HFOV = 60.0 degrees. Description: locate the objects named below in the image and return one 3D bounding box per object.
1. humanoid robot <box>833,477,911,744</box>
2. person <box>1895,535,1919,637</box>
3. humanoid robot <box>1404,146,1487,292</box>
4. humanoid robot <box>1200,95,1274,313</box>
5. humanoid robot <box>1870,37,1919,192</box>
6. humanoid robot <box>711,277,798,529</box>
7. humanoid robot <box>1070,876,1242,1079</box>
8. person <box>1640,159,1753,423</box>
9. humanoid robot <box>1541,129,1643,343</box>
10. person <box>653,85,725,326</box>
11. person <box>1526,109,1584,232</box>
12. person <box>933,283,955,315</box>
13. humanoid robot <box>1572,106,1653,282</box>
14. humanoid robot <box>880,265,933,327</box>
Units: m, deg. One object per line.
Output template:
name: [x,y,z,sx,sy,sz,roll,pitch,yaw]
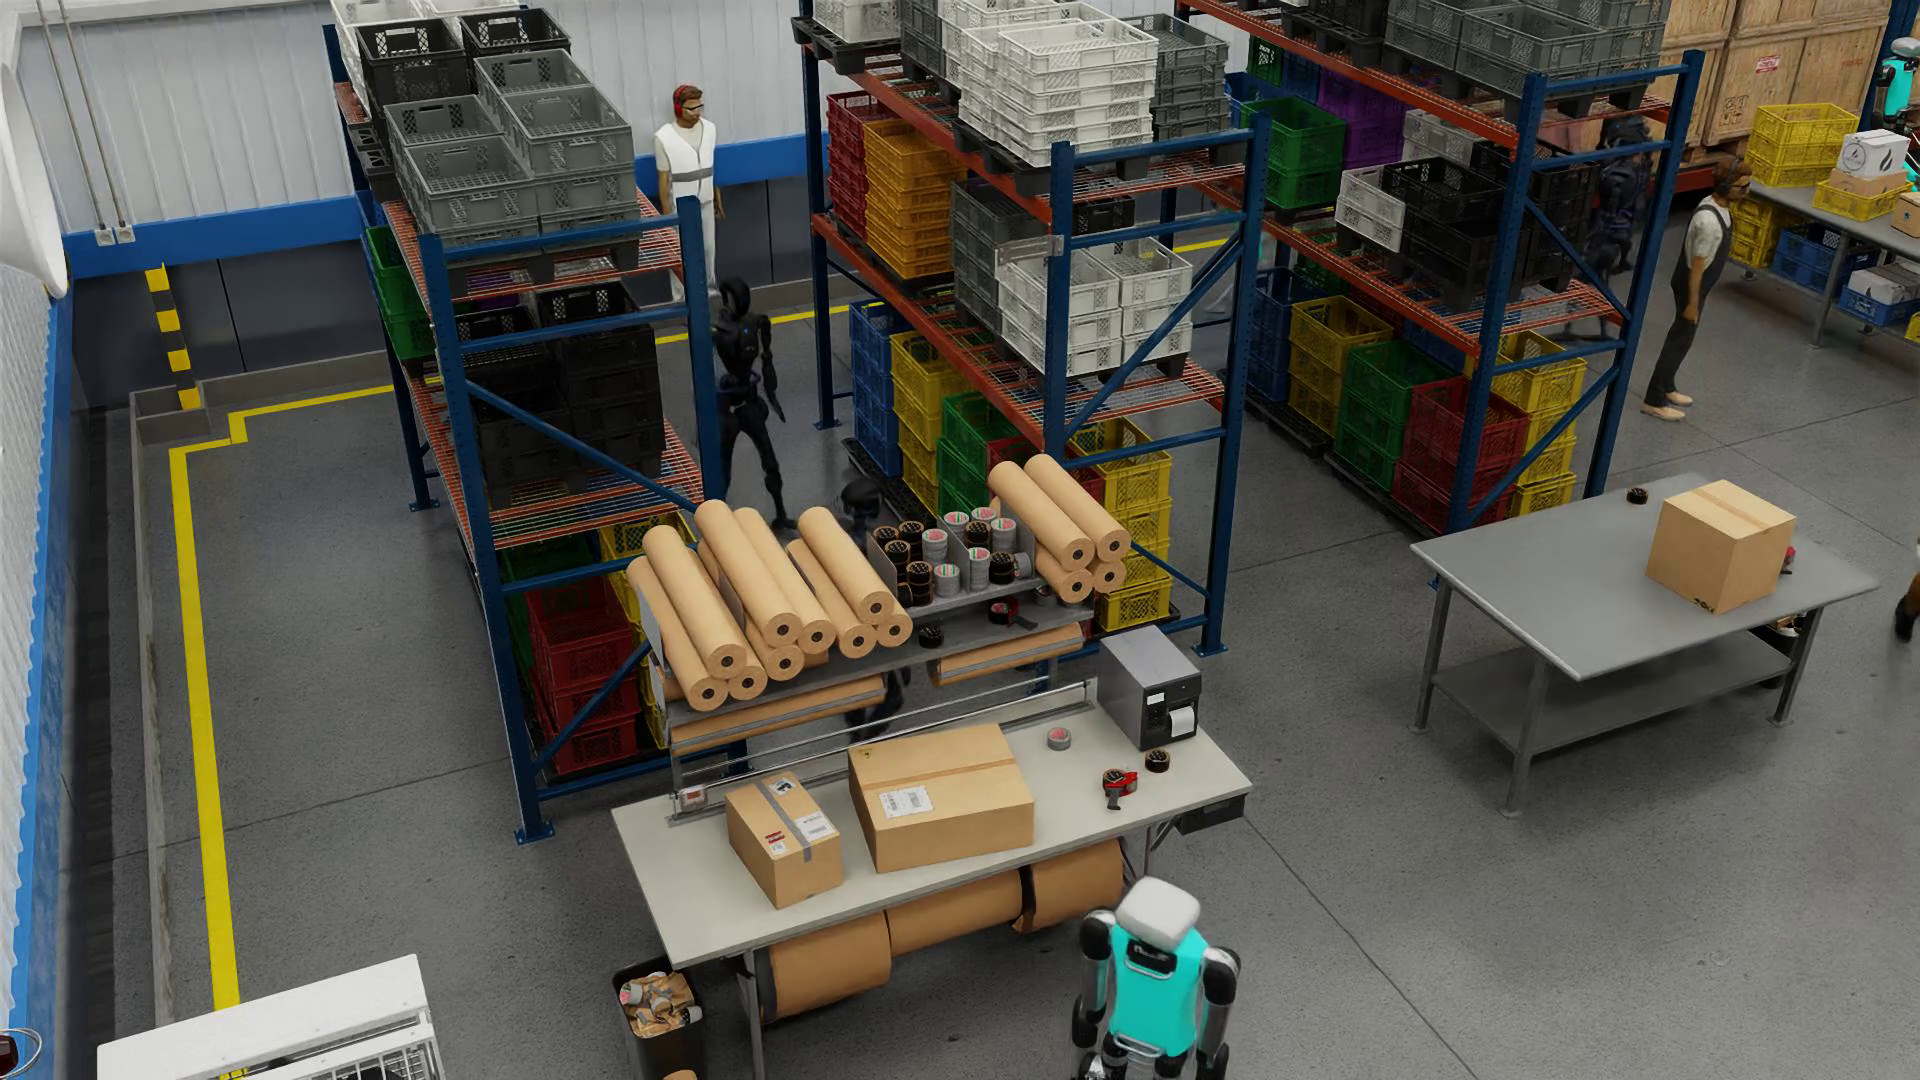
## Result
humanoid robot: [-0.520,0.444,7.912,0.609,1.645,0.409,23,38,32]
person: [5.306,-0.147,8.663,0.553,1.899,0.847,17,36,26]
humanoid robot: [3.563,-2.143,12.071,0.566,1.782,0.864,-18,36,-27]
humanoid robot: [2.219,-2.565,12.704,0.896,1.730,0.531,-17,35,-25]
humanoid robot: [7.809,-3.241,13.706,0.533,1.677,0.735,-24,39,-33]
humanoid robot: [-1.282,-0.775,9.896,0.653,1.638,0.608,26,40,35]
humanoid robot: [0.500,1.985,5.389,0.530,1.772,1.006,15,35,23]
person: [4.964,-1.681,11.212,0.334,1.837,0.505,16,35,24]
humanoid robot: [4.704,-2.225,12.240,0.519,1.646,0.600,12,34,19]
person: [-2.042,-2.542,12.607,0.390,1.836,0.562,26,40,36]
person: [4.754,-3.036,13.494,0.406,1.740,0.604,-18,36,-26]
person: [0.002,-2.348,12.310,0.699,1.808,0.632,4,32,7]
humanoid robot: [5.284,-2.829,13.277,0.722,1.620,0.610,-14,34,-21]
humanoid robot: [-0.369,-1.951,11.791,0.398,1.656,0.588,-16,35,-24]
